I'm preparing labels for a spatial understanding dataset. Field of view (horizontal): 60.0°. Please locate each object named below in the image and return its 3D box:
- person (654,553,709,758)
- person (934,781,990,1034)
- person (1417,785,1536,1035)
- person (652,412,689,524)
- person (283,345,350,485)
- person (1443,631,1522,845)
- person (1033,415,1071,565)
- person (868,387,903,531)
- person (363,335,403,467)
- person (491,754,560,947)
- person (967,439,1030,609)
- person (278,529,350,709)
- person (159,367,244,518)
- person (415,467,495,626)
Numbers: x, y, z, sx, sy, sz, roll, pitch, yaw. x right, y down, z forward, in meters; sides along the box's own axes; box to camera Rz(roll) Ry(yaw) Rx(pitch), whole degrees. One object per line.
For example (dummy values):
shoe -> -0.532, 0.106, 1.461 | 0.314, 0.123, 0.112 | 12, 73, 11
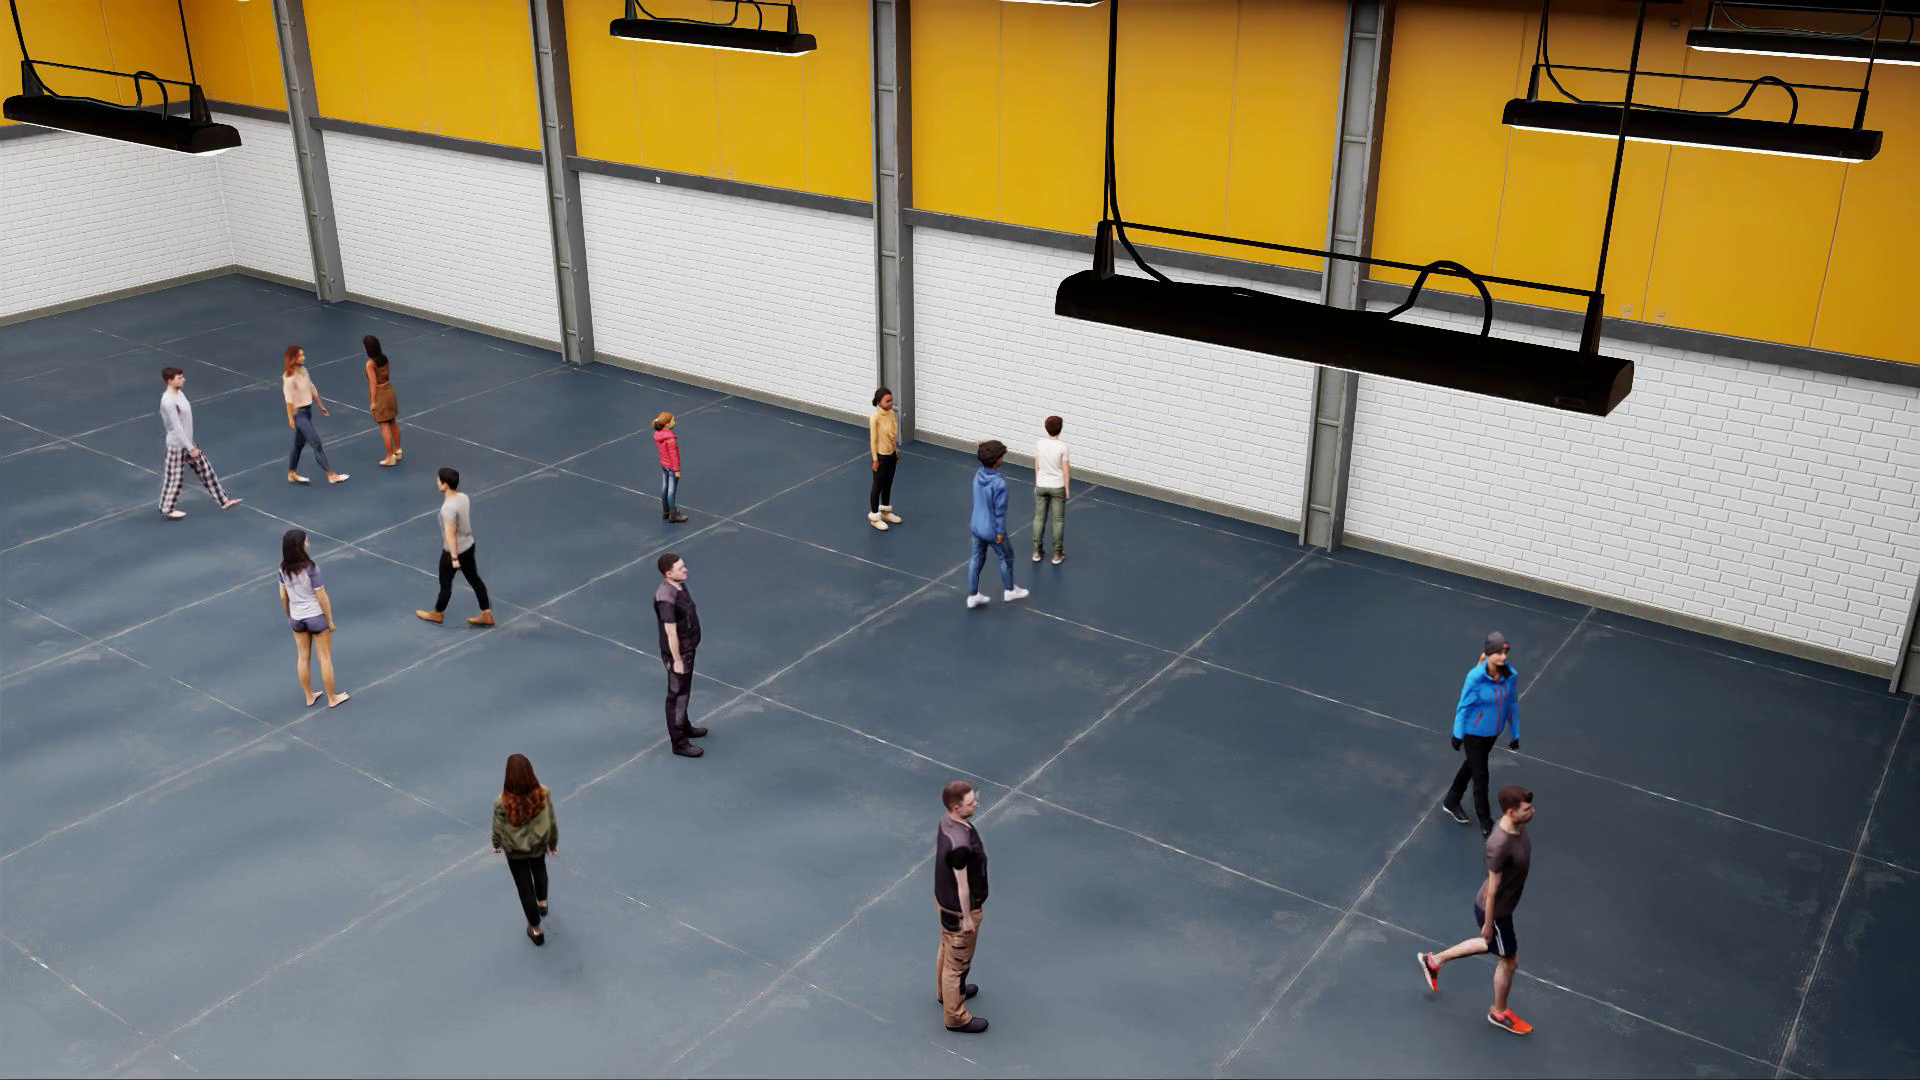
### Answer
person -> -2.440, 0.962, 14.399 | 0.811, 1.846, 0.796 | 0, 24, 0
person -> -0.022, 2.403, 11.107 | 0.821, 1.842, 0.766 | -4, 24, -8
person -> 3.506, 2.418, 11.091 | 1.081, 1.828, 0.720 | 13, 27, 27
person -> -3.362, -0.850, 19.203 | 0.637, 1.318, 0.536 | -15, 28, -31
person -> -8.056, -1.490, 20.131 | 1.131, 1.748, 0.951 | 1, 24, 3
person -> 4.101, 1.508, 13.248 | 1.022, 1.767, 1.176 | -8, 25, -18
person -> 0.988, -0.559, 18.123 | 0.549, 1.650, 0.664 | 9, 25, 20
person -> -0.872, -0.958, 19.023 | 0.538, 1.660, 0.587 | 17, 29, 33
person -> -7.225, -1.755, 20.814 | 0.633, 1.686, 0.628 | 4, 24, 9
person -> -3.090, 2.248, 11.942 | 0.758, 1.457, 0.866 | -15, 28, -31
person -> 0.233, -0.125, 16.963 | 0.927, 1.784, 0.956 | -17, 29, -34
person -> -5.916, 0.710, 15.116 | 0.576, 1.733, 0.714 | 4, 24, 10
person -> -9.058, -1.084, 19.132 | 1.219, 1.803, 1.105 | -2, 24, -4
person -> -4.918, 0.103, 16.556 | 1.108, 1.692, 0.876 | 5, 24, 11
